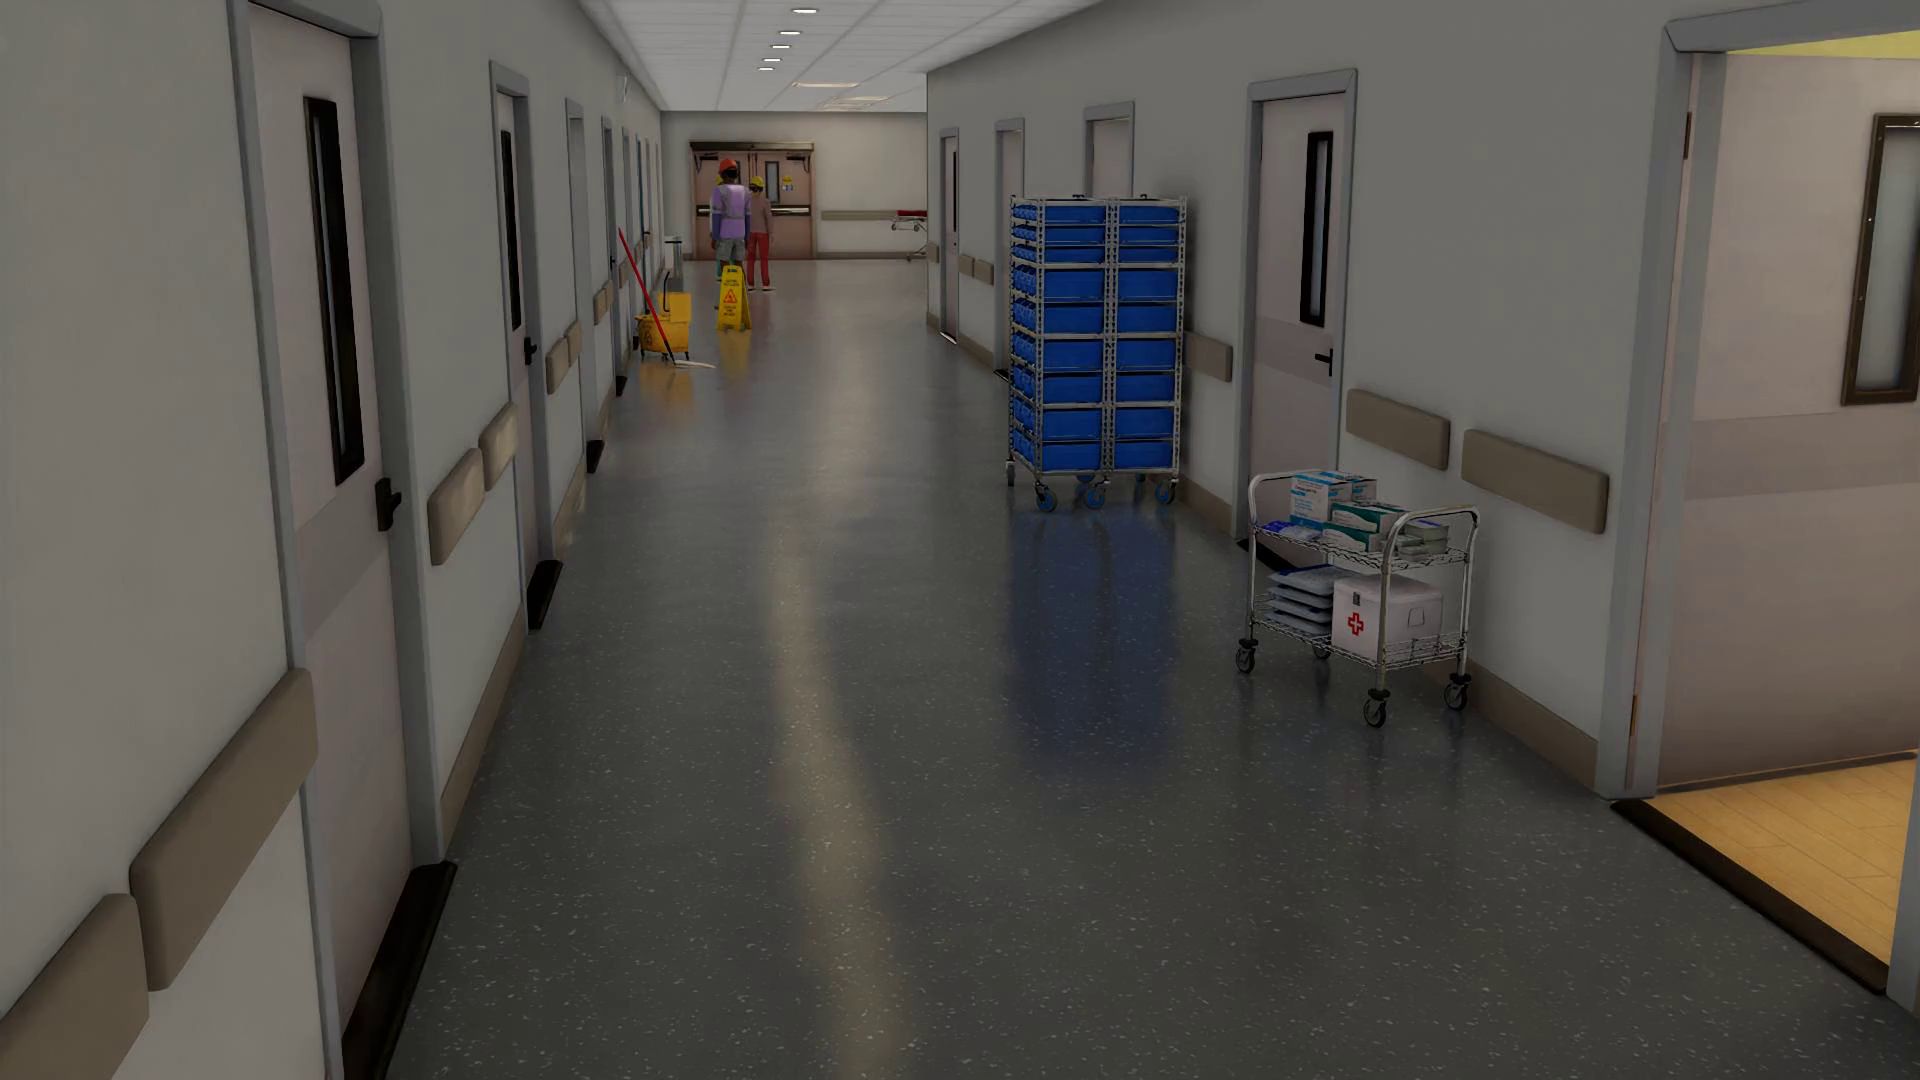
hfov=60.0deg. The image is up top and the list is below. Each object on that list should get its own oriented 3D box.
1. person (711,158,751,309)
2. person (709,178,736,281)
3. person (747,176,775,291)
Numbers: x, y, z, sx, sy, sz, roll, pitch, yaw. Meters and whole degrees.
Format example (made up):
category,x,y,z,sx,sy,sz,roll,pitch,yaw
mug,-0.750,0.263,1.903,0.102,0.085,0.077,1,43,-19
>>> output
category,x,y,z,sx,sy,sz,roll,pitch,yaw
person,-3.125,-4.151,22.623,0.612,2.029,0.407,-12,17,-43
person,-3.977,-5.267,28.161,0.533,1.765,0.331,-4,13,-17
person,-3.155,-4.777,25.981,0.523,1.769,0.309,4,13,18
